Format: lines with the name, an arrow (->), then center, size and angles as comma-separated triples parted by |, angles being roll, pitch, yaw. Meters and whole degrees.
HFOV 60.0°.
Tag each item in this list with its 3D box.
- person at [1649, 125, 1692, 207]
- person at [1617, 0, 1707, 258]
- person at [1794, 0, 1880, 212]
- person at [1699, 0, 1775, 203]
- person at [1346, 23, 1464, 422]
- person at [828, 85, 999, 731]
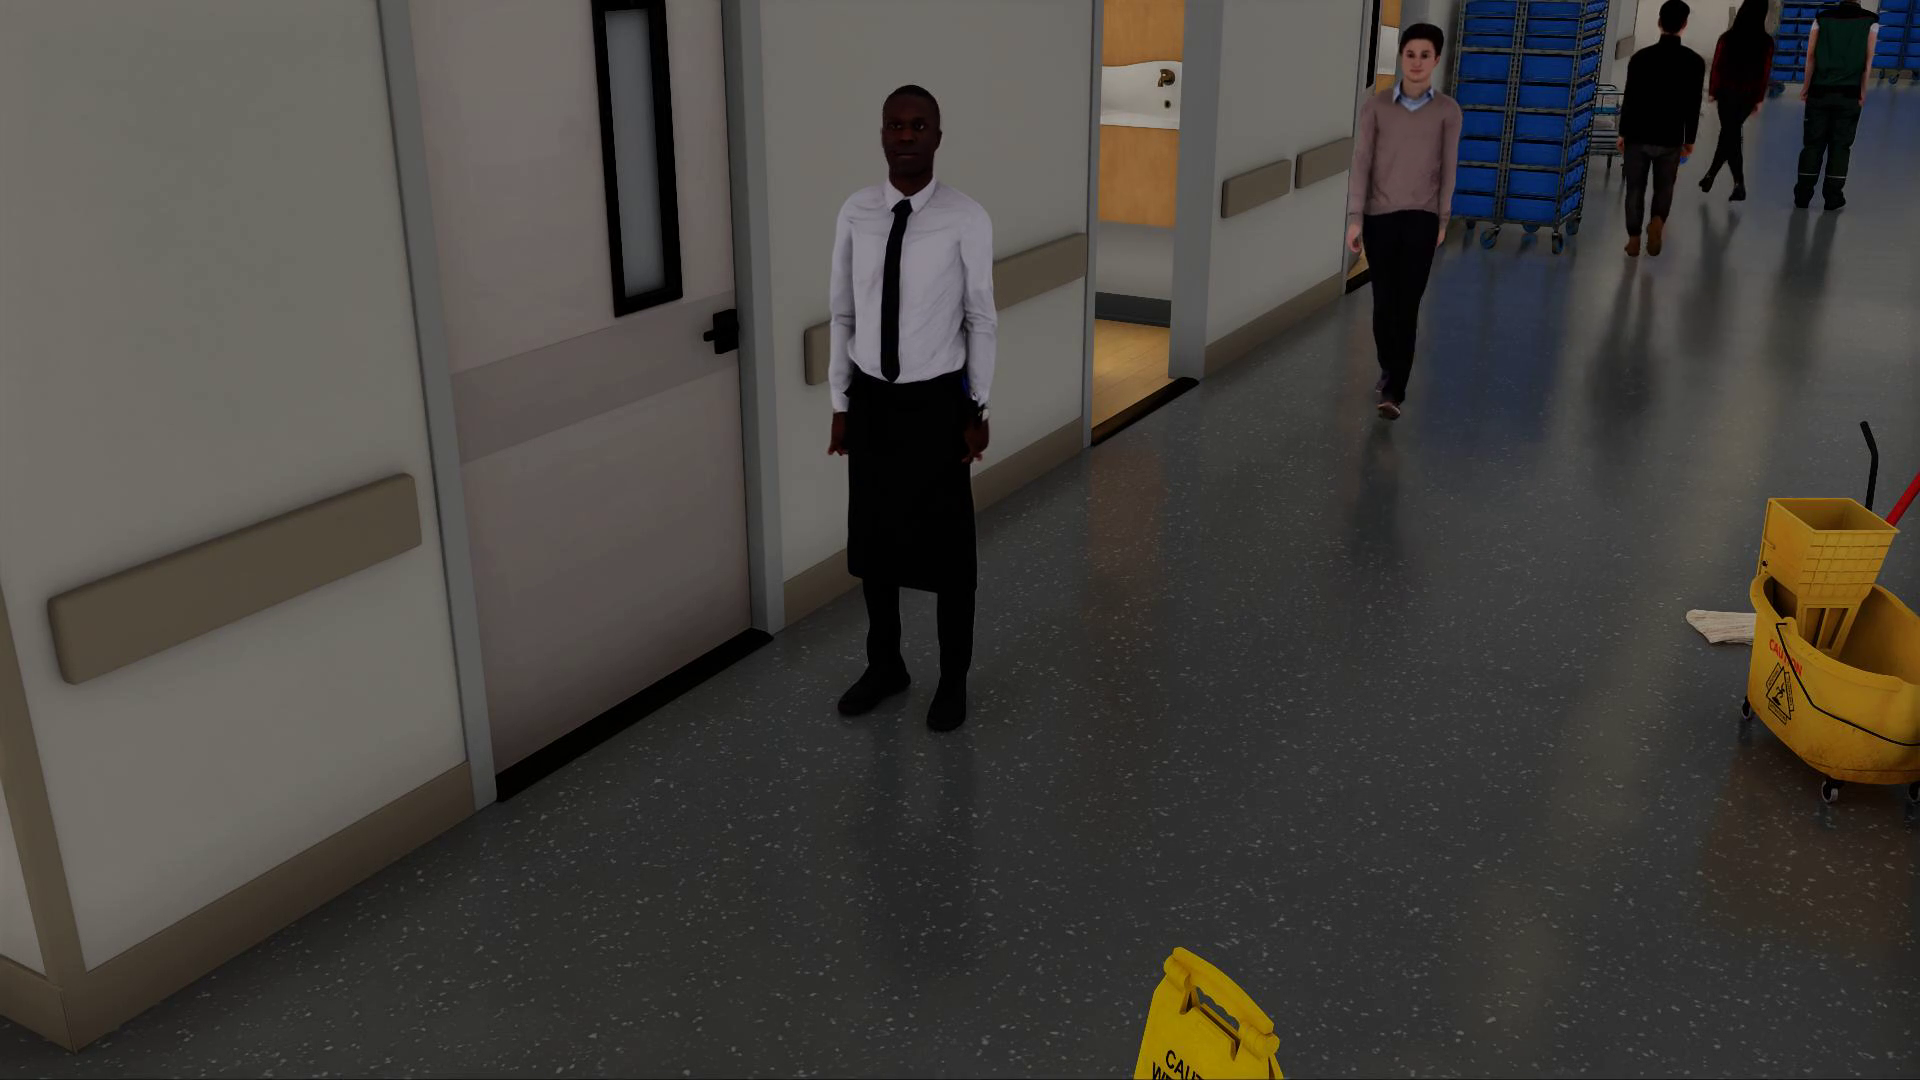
person -> 5.780, -3.195, 13.420 | 0.435, 1.008, 0.577 | 11, 24, 28
person -> 4.703, -2.741, 11.233 | 0.723, 1.708, 0.876 | 8, 22, 19
person -> 6.988, -3.588, 13.273 | 0.638, 1.842, 0.573 | 13, 24, 31
person -> 6.293, -3.516, 13.426 | 0.914, 1.604, 1.143 | 1, 21, 3
person -> 2.075, -1.481, 7.839 | 0.801, 1.756, 1.241 | 7, 22, 17
person -> -0.133, -0.364, 4.777 | 0.676, 1.836, 0.579 | 8, 22, 20
